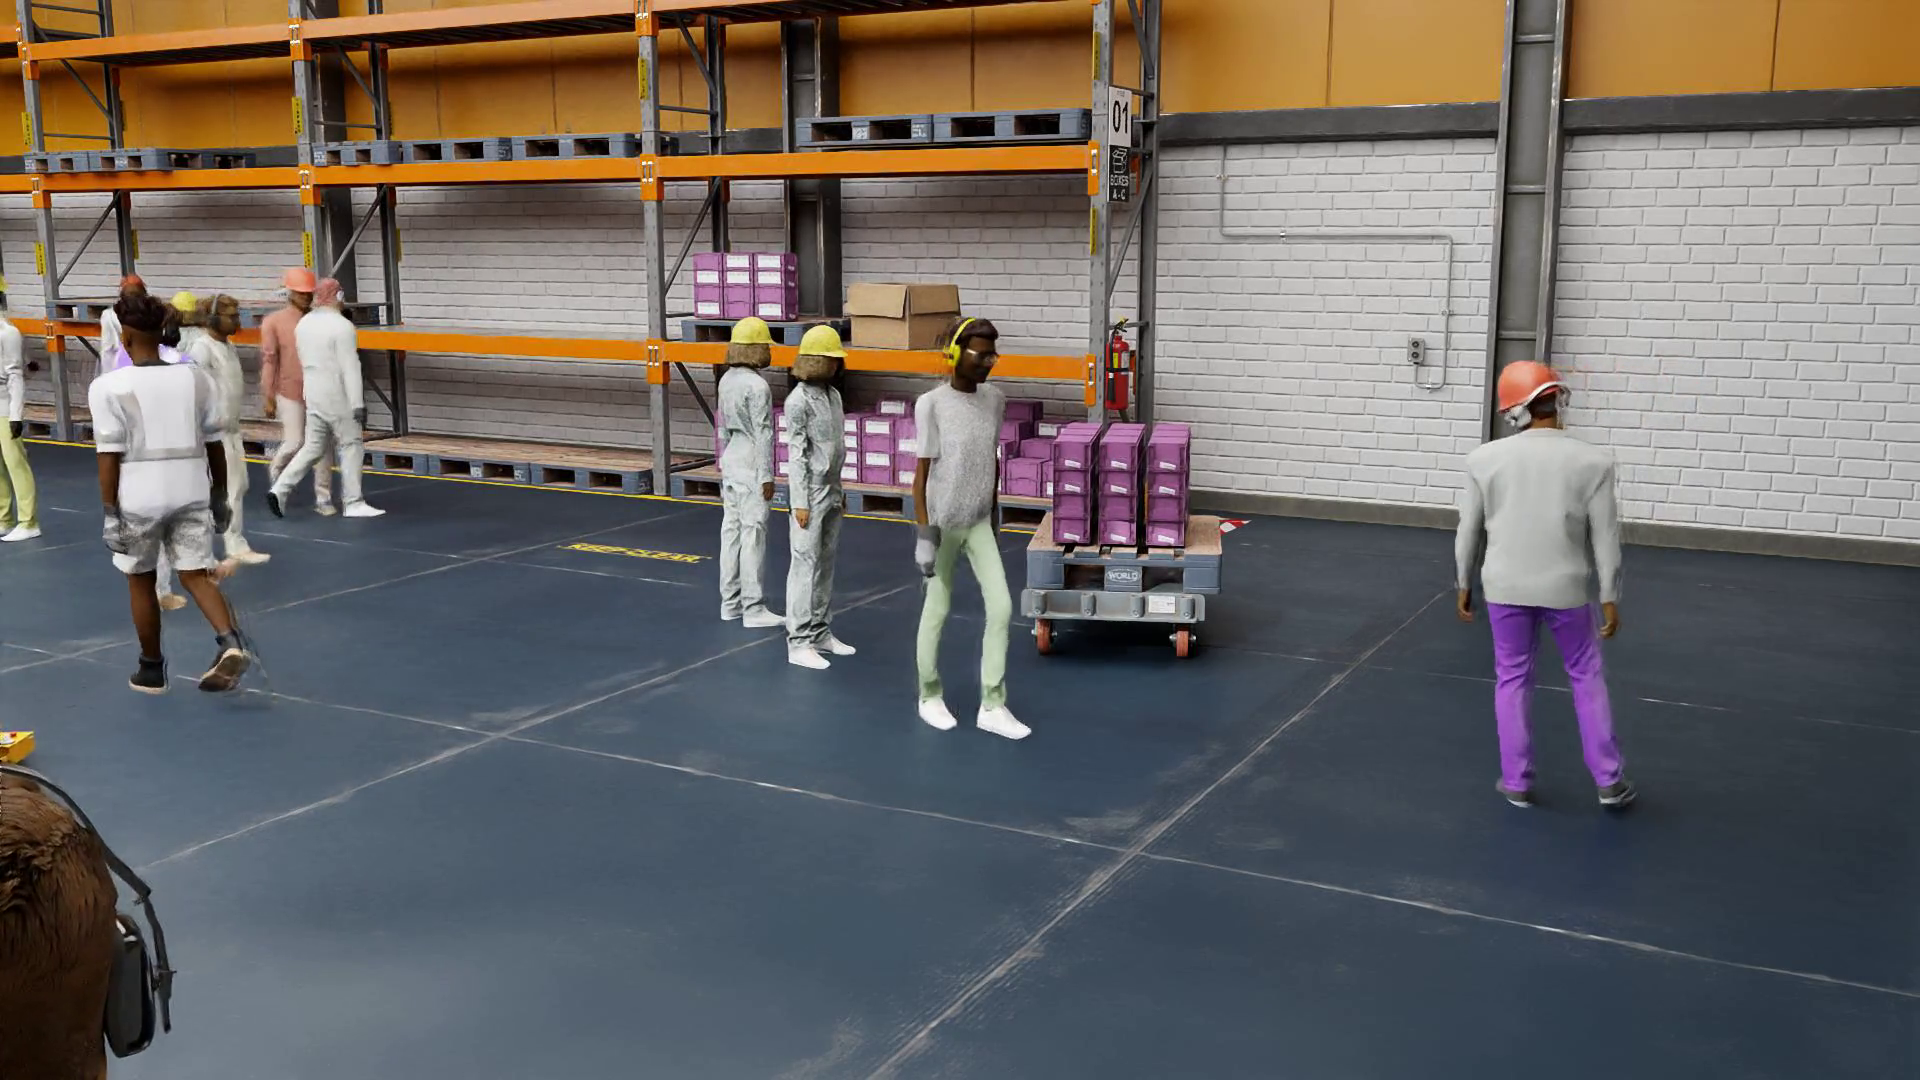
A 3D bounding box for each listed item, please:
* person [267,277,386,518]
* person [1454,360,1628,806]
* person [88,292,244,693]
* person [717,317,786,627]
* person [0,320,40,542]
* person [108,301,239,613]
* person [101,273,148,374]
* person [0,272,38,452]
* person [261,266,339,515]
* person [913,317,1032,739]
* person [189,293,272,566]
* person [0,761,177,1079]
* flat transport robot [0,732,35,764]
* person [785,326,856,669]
[{"bbox_3d":[-4.912,-1.070,12.807,0.741,1.881,0.776,8,13,39],"label":"person"},{"bbox_3d":[2.234,0.171,6.417,0.659,1.716,0.374,4,11,23],"label":"person"},{"bbox_3d":[-3.703,-0.194,7.835,0.771,1.936,0.635,8,13,38],"label":"person"},{"bbox_3d":[-1.179,-0.385,9.403,0.324,1.740,0.492,-7,13,-36],"label":"person"},{"bbox_3d":[-6.954,-0.934,11.948,0.581,1.918,0.414,4,11,21],"label":"person"},{"bbox_3d":[-4.626,-0.509,9.920,0.644,1.800,0.913,5,12,26],"label":"person"},{"bbox_3d":[-7.664,-1.553,15.497,0.582,1.863,0.540,-8,13,-36],"label":"person"},{"bbox_3d":[-9.480,-1.744,16.460,0.510,1.887,0.637,-9,14,-41],"label":"person"},{"bbox_3d":[-5.238,-1.183,13.199,0.623,1.964,0.701,-9,14,-42],"label":"person"},{"bbox_3d":[0.056,-0.037,7.234,0.576,1.832,0.794,-8,13,-36],"label":"person"},{"bbox_3d":[-4.956,-0.723,11.020,0.595,1.825,0.527,0,10,-1],"label":"person"},{"bbox_3d":[-0.623,1.054,1.239,0.350,1.843,0.506,5,11,23],"label":"person"},{"bbox_3d":[-4.165,0.922,6.270,0.652,0.197,1.431,-1,10,-4],"label":"flat transport robot"},{"bbox_3d":[-0.702,-0.223,8.528,0.323,1.739,0.501,4,11,22],"label":"person"}]
